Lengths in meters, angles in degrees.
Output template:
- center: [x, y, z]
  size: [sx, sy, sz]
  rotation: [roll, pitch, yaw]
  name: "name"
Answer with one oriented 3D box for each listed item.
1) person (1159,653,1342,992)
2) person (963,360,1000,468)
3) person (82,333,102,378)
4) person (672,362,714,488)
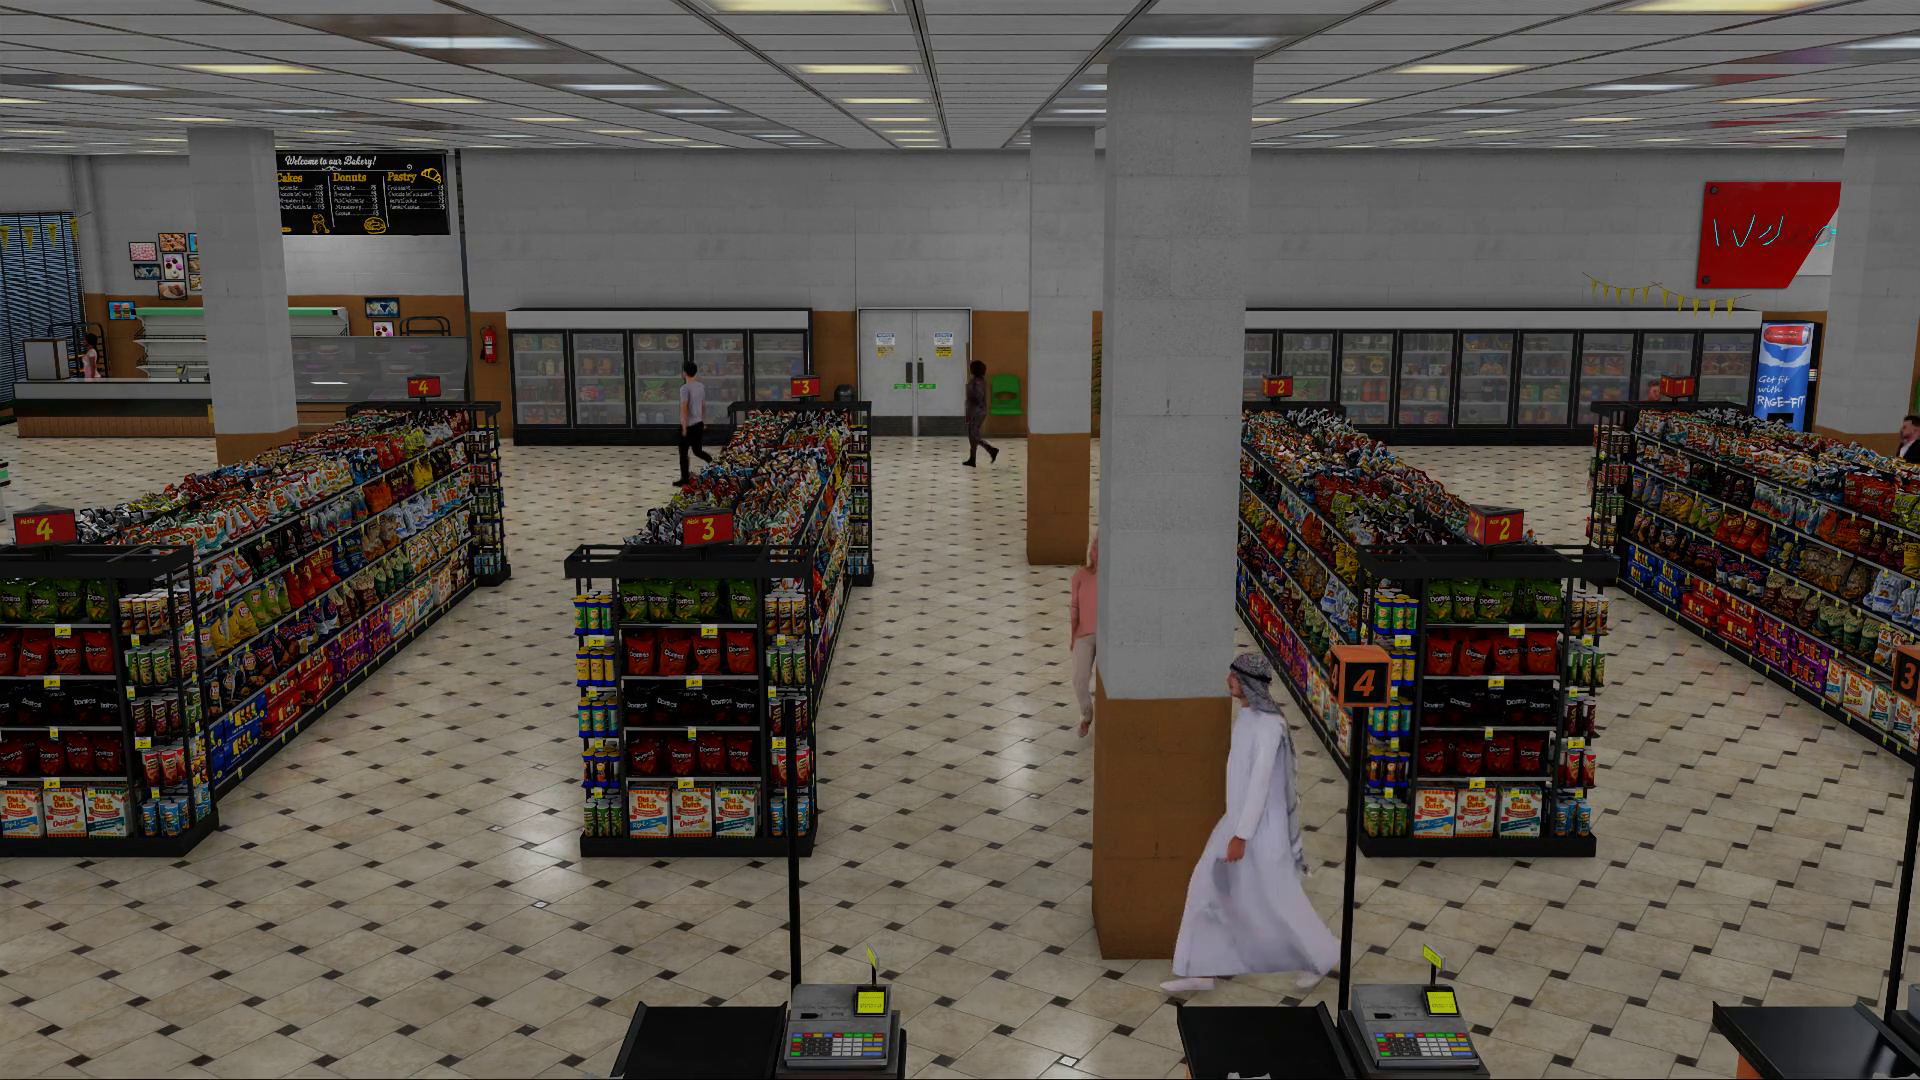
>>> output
- center: [1.686, 1.556, 8.929]
  size: [0.960, 1.885, 1.280]
  rotation: [-3, 12, -15]
  name: "person"
- center: [0.325, -1.945, 26.015]
  size: [1.018, 1.696, 0.989]
  rotation: [11, 16, 41]
  name: "person"
- center: [-15.938, -2.935, 30.610]
  size: [0.706, 1.741, 0.580]
  rotation: [-5, 13, -23]
  name: "person"
- center: [-3.838, -1.644, 24.236]
  size: [1.088, 1.841, 1.151]
  rotation: [7, 14, 30]
  name: "person"
